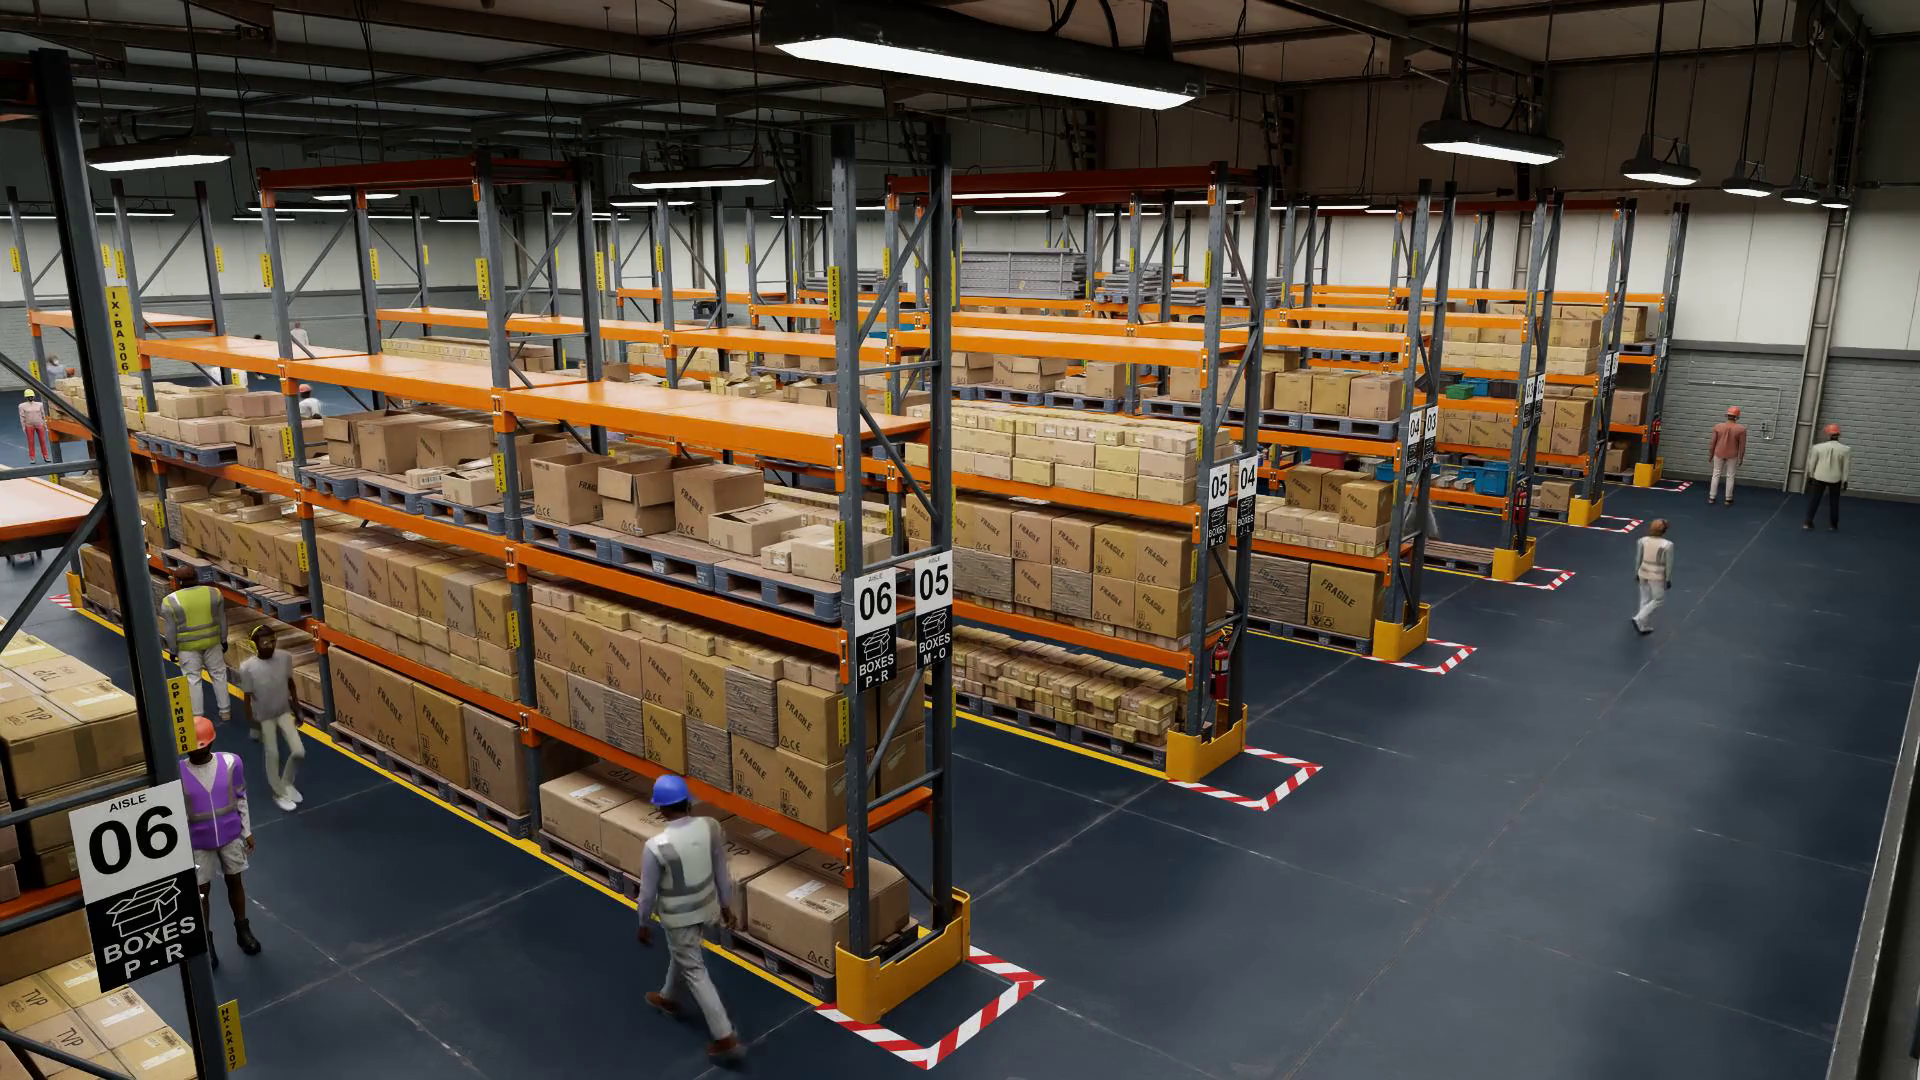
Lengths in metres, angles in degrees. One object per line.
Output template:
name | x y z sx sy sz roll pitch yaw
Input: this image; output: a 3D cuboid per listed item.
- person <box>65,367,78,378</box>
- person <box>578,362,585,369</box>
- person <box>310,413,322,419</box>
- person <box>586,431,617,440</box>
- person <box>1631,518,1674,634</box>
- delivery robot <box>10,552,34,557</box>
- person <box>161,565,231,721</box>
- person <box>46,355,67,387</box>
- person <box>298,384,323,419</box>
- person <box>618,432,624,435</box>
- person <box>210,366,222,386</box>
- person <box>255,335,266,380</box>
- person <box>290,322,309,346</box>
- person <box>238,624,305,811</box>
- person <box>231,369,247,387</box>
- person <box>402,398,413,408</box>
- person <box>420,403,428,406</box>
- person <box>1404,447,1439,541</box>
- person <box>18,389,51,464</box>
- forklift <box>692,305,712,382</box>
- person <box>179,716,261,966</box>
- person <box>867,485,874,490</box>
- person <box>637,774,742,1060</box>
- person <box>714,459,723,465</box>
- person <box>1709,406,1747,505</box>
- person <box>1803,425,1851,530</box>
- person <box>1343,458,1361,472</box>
person | -23.947 -3.746 34.113 0.341 1.882 0.582 -1 14 -5
person | -11.468 -4.637 38.388 0.516 1.583 0.852 -8 16 -30
person | -13.050 -1.673 25.675 0.430 1.845 0.624 4 14 15
person | -7.057 -1.534 24.961 0.636 1.914 0.844 -11 17 -37
person | 9.388 0.509 17.134 0.503 1.624 0.527 -6 15 -22
delivery robot | -15.780 0.052 21.153 0.477 0.478 0.707 -9 16 -33
person | -8.477 1.166 14.006 0.429 1.841 0.625 12 18 41
person | -26.583 -4.494 37.089 0.423 1.930 0.674 3 14 14
person | -15.120 -2.602 29.142 0.966 1.998 0.633 1 14 6
person | -9.024 -3.657 34.340 0.839 1.596 0.547 5 15 21
person | -21.798 -4.477 37.109 0.558 1.903 0.860 -1 14 -4
person | -26.484 -6.882 47.467 0.520 1.673 0.597 -3 14 -13
person | -26.679 -7.844 50.928 0.652 1.904 0.403 -4 14 -15
person | -6.444 1.674 11.884 0.413 1.846 0.556 9 16 33
person | -22.307 -4.778 38.965 0.845 1.592 0.509 11 18 39
person | -12.051 -2.180 27.624 0.643 1.909 0.410 -5 15 -19
person | -15.797 -4.366 37.090 0.429 1.683 0.536 10 17 34
person | 8.234 -0.881 22.547 0.988 1.784 0.632 12 18 40
person | -22.183 -2.732 30.187 0.312 1.769 0.525 13 19 43
forklift | -9.511 -7.392 47.124 1.873 2.768 1.129 11 17 38
person | -5.593 2.229 9.426 0.552 1.935 0.351 -13 19 -43
person | -1.954 -1.536 25.031 1.027 1.874 0.557 11 18 38
person | -1.811 2.494 8.466 1.057 1.896 0.603 10 17 34
person | -5.341 -2.199 27.786 0.566 1.867 0.581 1 14 4
person | 15.559 -1.720 25.549 0.623 1.992 0.396 11 17 38
person | 16.089 -1.142 23.319 0.652 1.948 0.676 11 18 39
person | 6.212 -0.338 19.934 0.562 1.953 0.637 10 17 36
